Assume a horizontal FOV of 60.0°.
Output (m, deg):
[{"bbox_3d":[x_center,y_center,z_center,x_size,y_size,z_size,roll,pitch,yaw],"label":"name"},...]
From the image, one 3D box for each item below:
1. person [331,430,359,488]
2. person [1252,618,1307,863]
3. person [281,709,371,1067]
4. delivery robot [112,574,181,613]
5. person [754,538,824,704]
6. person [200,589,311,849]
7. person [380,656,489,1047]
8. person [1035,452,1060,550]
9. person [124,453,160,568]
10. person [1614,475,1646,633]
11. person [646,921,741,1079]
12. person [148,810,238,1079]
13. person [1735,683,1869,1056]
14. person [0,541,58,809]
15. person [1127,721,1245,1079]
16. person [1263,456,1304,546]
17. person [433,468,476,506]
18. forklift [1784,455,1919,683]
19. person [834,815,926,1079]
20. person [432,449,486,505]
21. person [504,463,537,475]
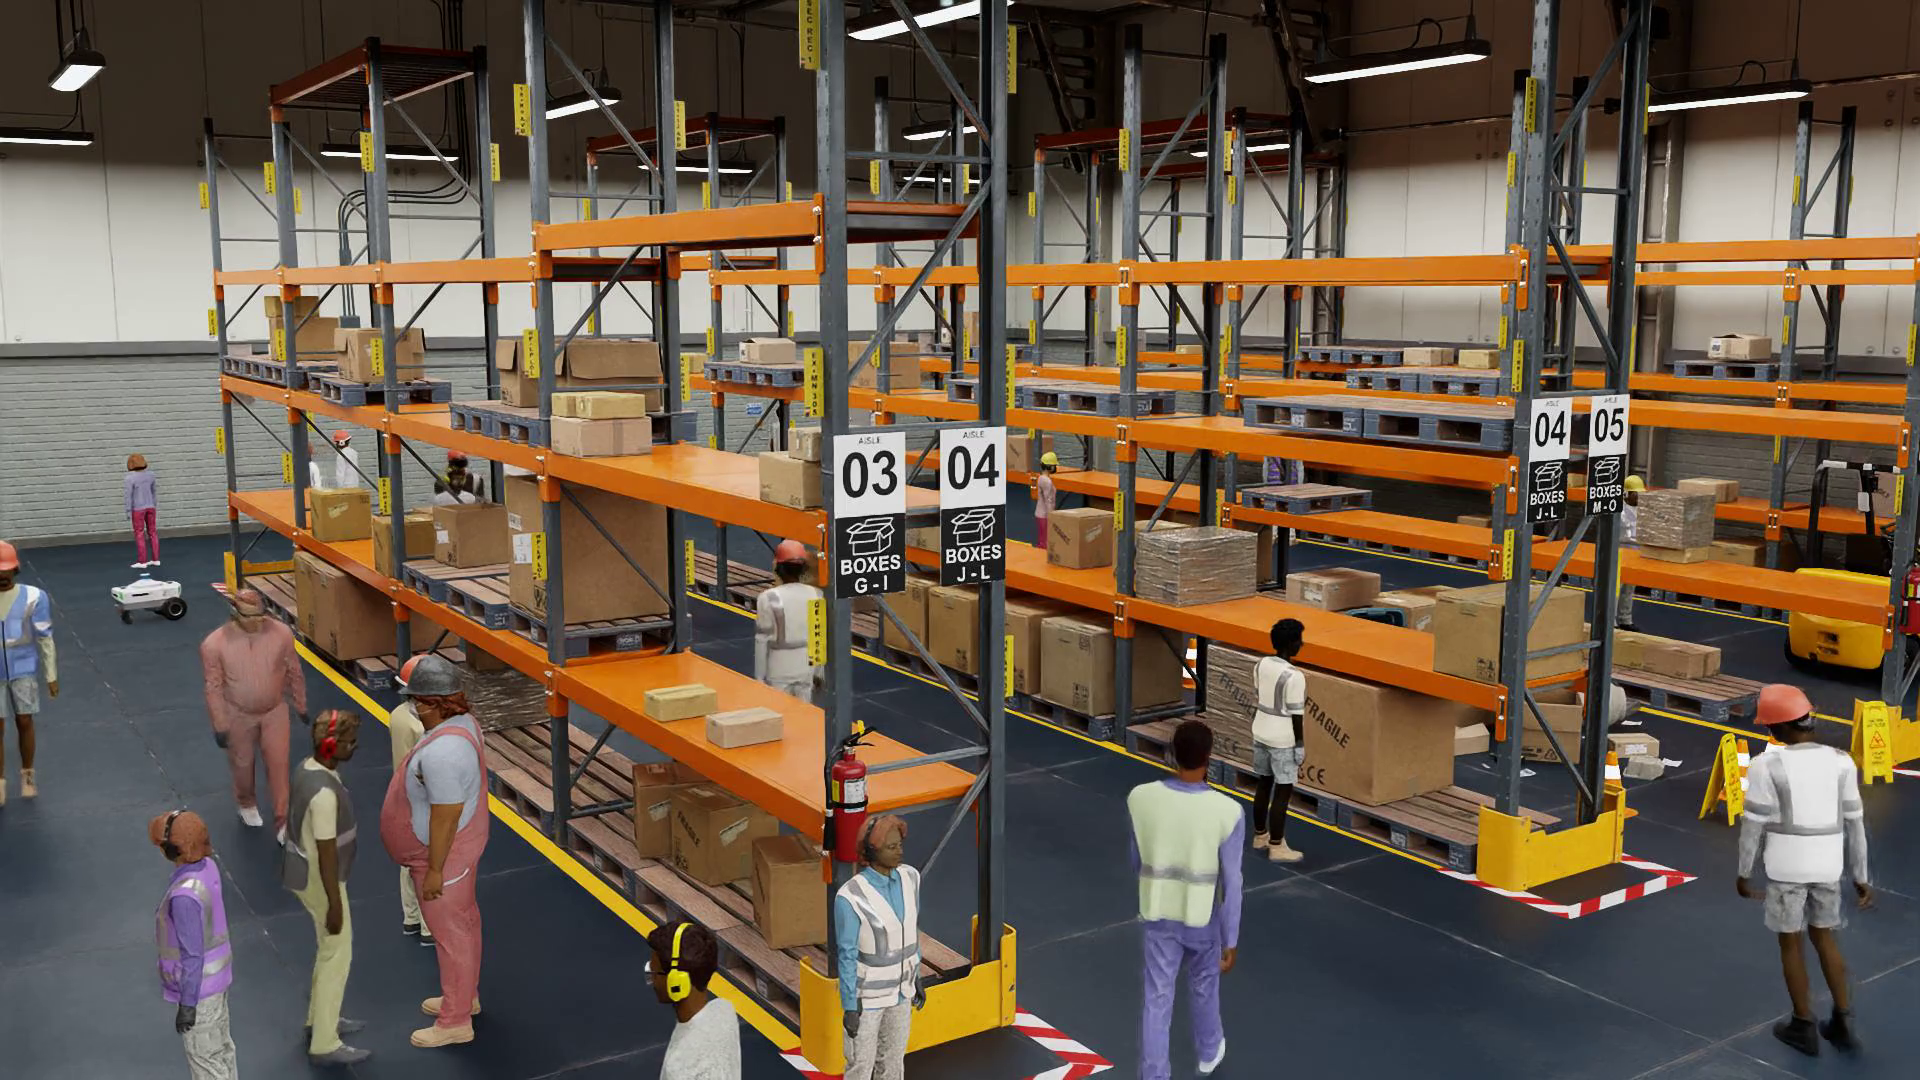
[{"bbox_3d":[-9.620,-0.854,26.041,0.349,1.743,0.563,0,9,3],"label":"person"},{"bbox_3d":[2.193,1.369,11.423,0.319,1.689,0.539,-3,9,-21],"label":"person"},{"bbox_3d":[-3.224,1.751,8.459,0.420,1.818,0.591,-4,9,-25],"label":"person"},{"bbox_3d":[-9.636,0.642,19.698,0.707,0.478,0.477,-8,11,-42],"label":"delivery robot"},{"bbox_3d":[-1.282,1.002,12.719,0.638,2.030,0.578,-6,11,-36],"label":"person"},{"bbox_3d":[-5.005,1.234,11.876,0.713,1.835,1.032,-5,10,-30],"label":"person"},{"bbox_3d":[-2.741,1.602,8.694,0.538,2.000,0.682,-1,9,-8],"label":"person"},{"bbox_3d":[1.173,-0.299,22.301,0.335,1.757,0.518,-1,9,-4],"label":"person"},{"bbox_3d":[-11.565,-0.415,23.507,0.280,1.625,0.493,4,10,26],"label":"person"},{"bbox_3d":[7.584,0.174,18.886,0.588,1.835,0.404,-5,10,-29],"label":"person"},{"bbox_3d":[-0.875,2.170,5.535,0.328,1.861,0.500,1,9,8],"label":"person"},{"bbox_3d":[-3.399,1.996,7.411,0.310,1.636,0.523,-2,9,-16],"label":"person"},{"bbox_3d":[4.338,1.687,8.617,0.585,1.890,0.515,0,9,-1],"label":"person"},{"bbox_3d":[-7.223,1.020,12.625,0.616,2.045,0.505,-5,10,-29],"label":"person"},{"bbox_3d":[1.078,1.797,8.012,0.579,1.866,0.984,3,9,18],"label":"person"},{"bbox_3d":[4.979,-0.835,25.585,0.633,1.841,0.429,4,9,26],"label":"person"},{"bbox_3d":[-5.919,0.067,19.651,0.543,1.820,0.969,-6,10,-35],"label":"person"},{"bbox_3d":[9.643,0.253,17.172,2.313,2.155,1.214,-6,10,-33],"label":"forklift"},{"bbox_3d":[-0.350,2.007,7.329,0.308,1.641,0.517,7,11,37],"label":"person"},{"bbox_3d":[-6.249,-0.177,20.702,0.621,1.980,1.086,-6,10,-34],"label":"person"},{"bbox_3d":[-6.244,-0.550,23.562,0.683,1.883,0.607,2,9,11],"label":"person"}]
